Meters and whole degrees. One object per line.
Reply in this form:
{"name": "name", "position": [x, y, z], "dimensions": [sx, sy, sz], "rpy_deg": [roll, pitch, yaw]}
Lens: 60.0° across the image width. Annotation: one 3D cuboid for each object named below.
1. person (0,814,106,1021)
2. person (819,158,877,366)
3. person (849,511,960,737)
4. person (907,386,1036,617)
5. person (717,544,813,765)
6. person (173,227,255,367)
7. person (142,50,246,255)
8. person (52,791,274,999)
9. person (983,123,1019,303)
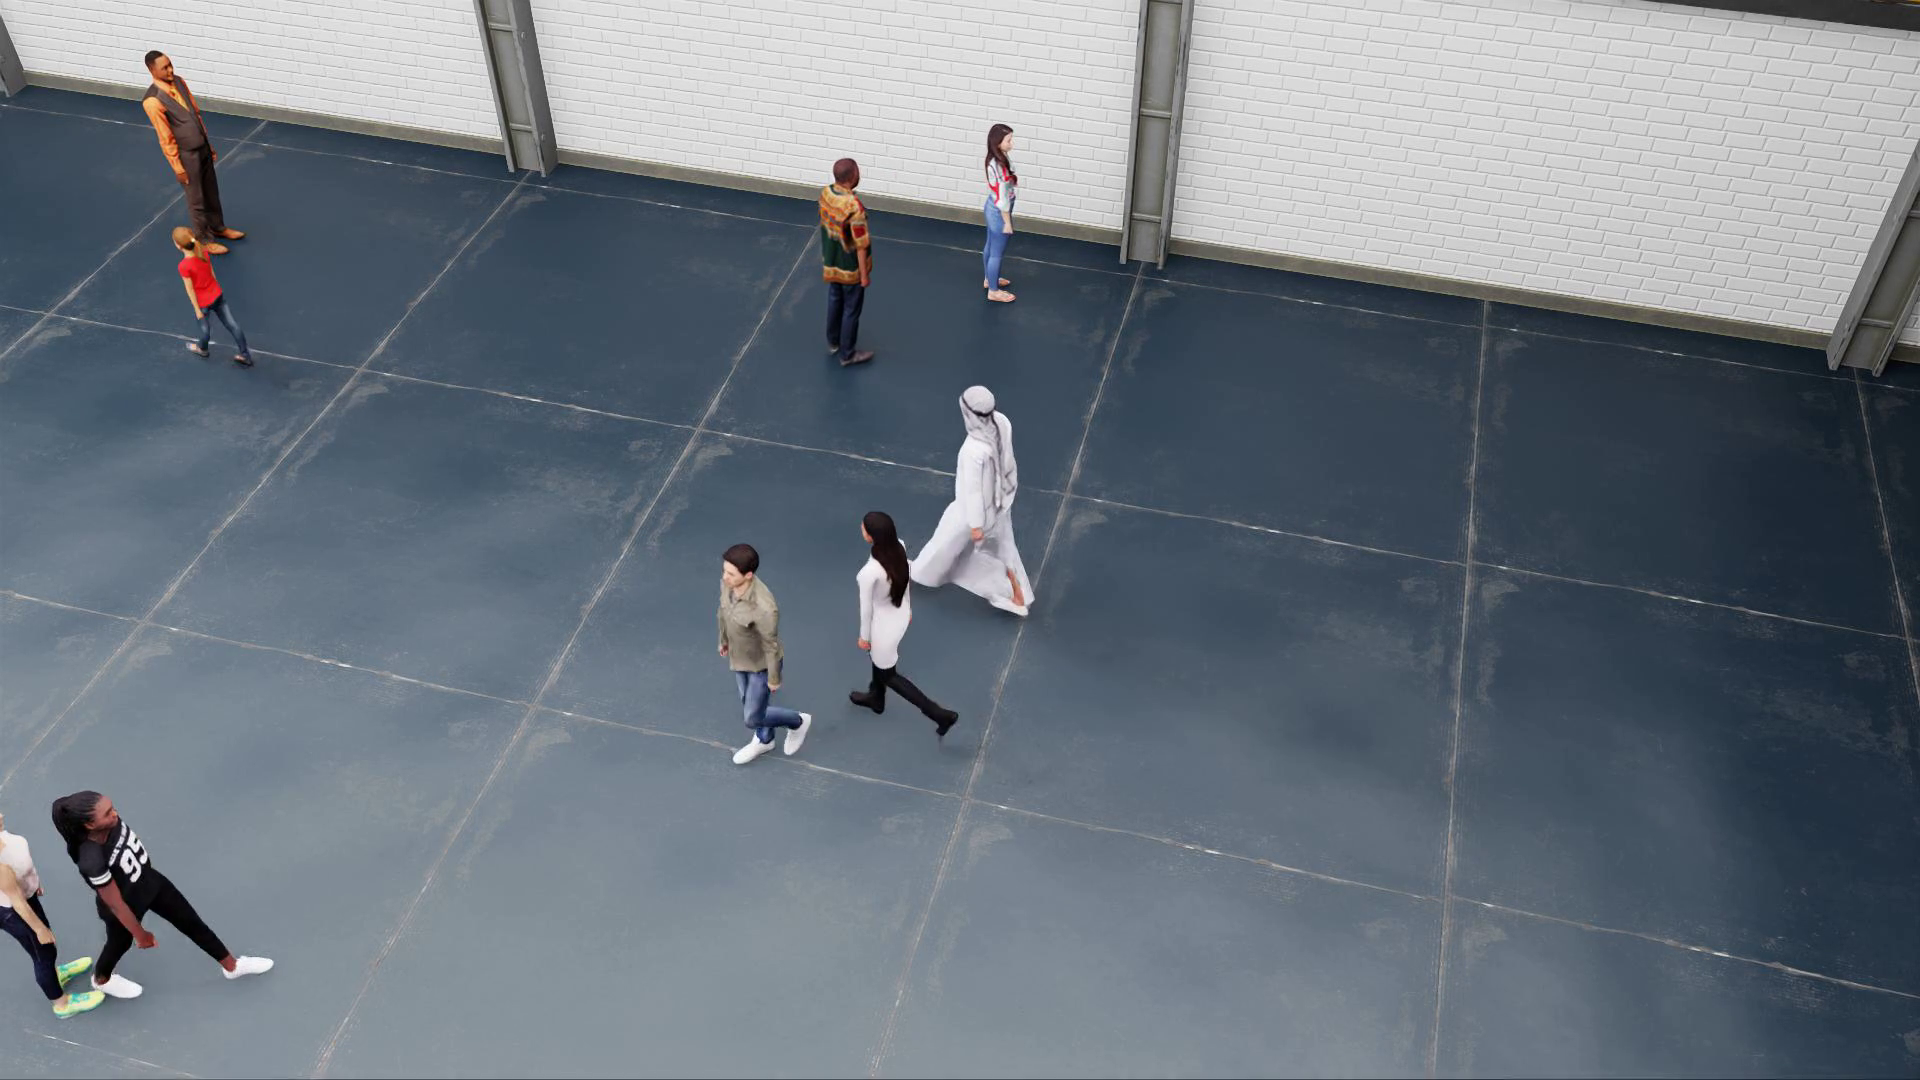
{"name": "person", "position": [-5.104, 1.985, 9.010], "dimensions": [0.750, 1.699, 0.676], "rpy_deg": [-27, 50, -25]}
{"name": "person", "position": [-0.927, -2.241, 13.372], "dimensions": [0.874, 1.799, 0.807], "rpy_deg": [-24, 48, -23]}
{"name": "person", "position": [-0.389, 0.578, 10.426], "dimensions": [1.107, 1.783, 0.726], "rpy_deg": [19, 47, 19]}
{"name": "person", "position": [0.226, -0.210, 11.183], "dimensions": [1.305, 1.879, 0.886], "rpy_deg": [19, 47, 19]}
{"name": "person", "position": [-1.191, 0.679, 10.268], "dimensions": [0.964, 1.855, 0.903], "rpy_deg": [-25, 49, -24]}
{"name": "person", "position": [-6.010, -1.927, 13.416], "dimensions": [0.856, 1.286, 0.608], "rpy_deg": [19, 47, 19]}
{"name": "person", "position": [-6.748, -3.393, 14.503], "dimensions": [0.615, 1.909, 0.693], "rpy_deg": [7, 44, 8]}
{"name": "person", "position": [-4.583, 1.980, 9.032], "dimensions": [1.308, 1.675, 0.966], "rpy_deg": [-4, 44, -4]}
{"name": "person", "position": [0.321, -2.780, 14.075], "dimensions": [0.621, 1.612, 0.648], "rpy_deg": [-4, 44, -4]}
